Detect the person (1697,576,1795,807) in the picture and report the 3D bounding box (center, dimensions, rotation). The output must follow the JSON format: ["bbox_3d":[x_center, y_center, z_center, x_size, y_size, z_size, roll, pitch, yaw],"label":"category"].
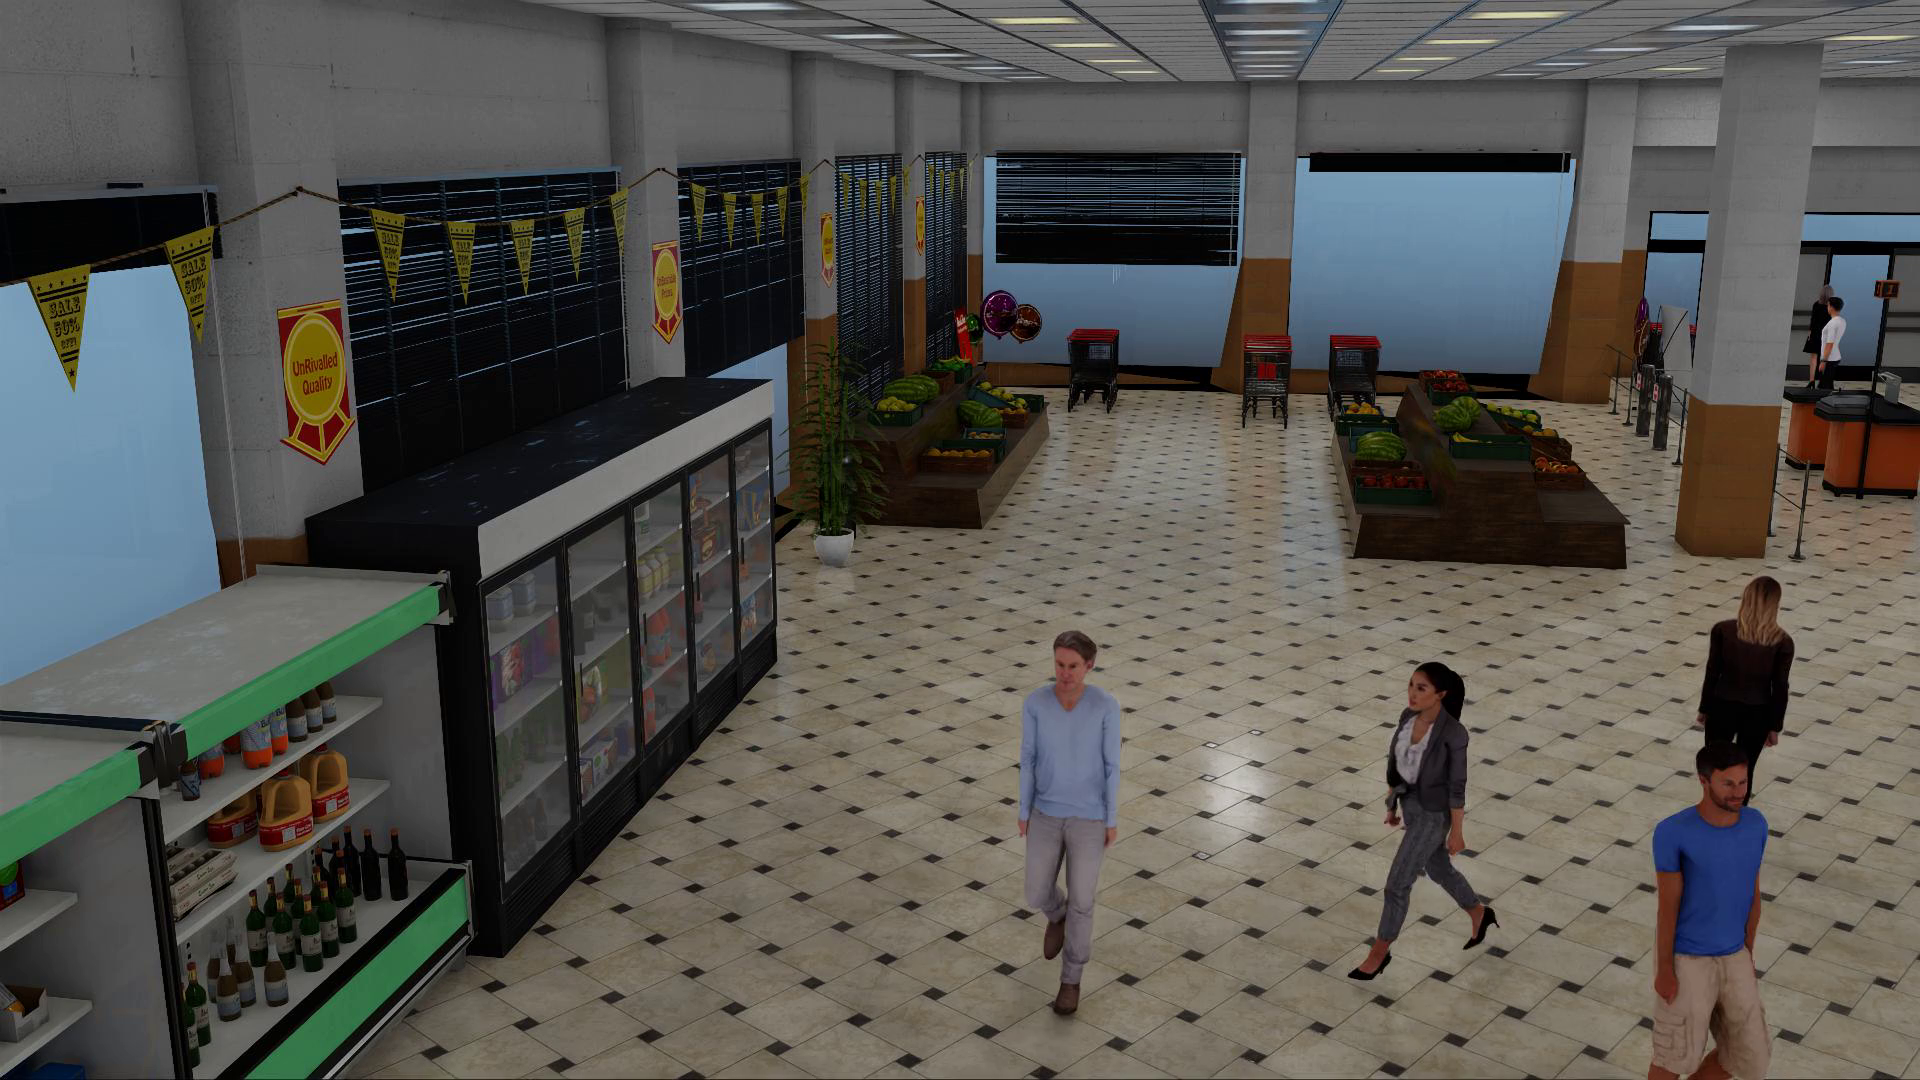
[{"bbox_3d":[4.498,1.064,9.619,0.797,1.671,0.952,8,16,29],"label":"person"}]

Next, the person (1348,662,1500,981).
[{"bbox_3d":[2.396,1.405,8.290,1.061,1.633,1.156,-4,14,-18],"label":"person"}]

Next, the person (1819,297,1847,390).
[{"bbox_3d":[12.905,-2.679,24.668,0.820,1.850,0.701,12,18,41],"label":"person"}]

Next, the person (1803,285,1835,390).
[{"bbox_3d":[14.459,-3.414,27.925,0.634,1.745,0.610,0,14,1],"label":"person"}]

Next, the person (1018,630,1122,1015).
[{"bbox_3d":[0.551,1.324,8.108,0.663,1.877,0.921,3,14,12],"label":"person"}]

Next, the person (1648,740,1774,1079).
[{"bbox_3d":[2.980,1.657,6.799,0.759,1.848,0.793,-2,14,-9],"label":"person"}]
